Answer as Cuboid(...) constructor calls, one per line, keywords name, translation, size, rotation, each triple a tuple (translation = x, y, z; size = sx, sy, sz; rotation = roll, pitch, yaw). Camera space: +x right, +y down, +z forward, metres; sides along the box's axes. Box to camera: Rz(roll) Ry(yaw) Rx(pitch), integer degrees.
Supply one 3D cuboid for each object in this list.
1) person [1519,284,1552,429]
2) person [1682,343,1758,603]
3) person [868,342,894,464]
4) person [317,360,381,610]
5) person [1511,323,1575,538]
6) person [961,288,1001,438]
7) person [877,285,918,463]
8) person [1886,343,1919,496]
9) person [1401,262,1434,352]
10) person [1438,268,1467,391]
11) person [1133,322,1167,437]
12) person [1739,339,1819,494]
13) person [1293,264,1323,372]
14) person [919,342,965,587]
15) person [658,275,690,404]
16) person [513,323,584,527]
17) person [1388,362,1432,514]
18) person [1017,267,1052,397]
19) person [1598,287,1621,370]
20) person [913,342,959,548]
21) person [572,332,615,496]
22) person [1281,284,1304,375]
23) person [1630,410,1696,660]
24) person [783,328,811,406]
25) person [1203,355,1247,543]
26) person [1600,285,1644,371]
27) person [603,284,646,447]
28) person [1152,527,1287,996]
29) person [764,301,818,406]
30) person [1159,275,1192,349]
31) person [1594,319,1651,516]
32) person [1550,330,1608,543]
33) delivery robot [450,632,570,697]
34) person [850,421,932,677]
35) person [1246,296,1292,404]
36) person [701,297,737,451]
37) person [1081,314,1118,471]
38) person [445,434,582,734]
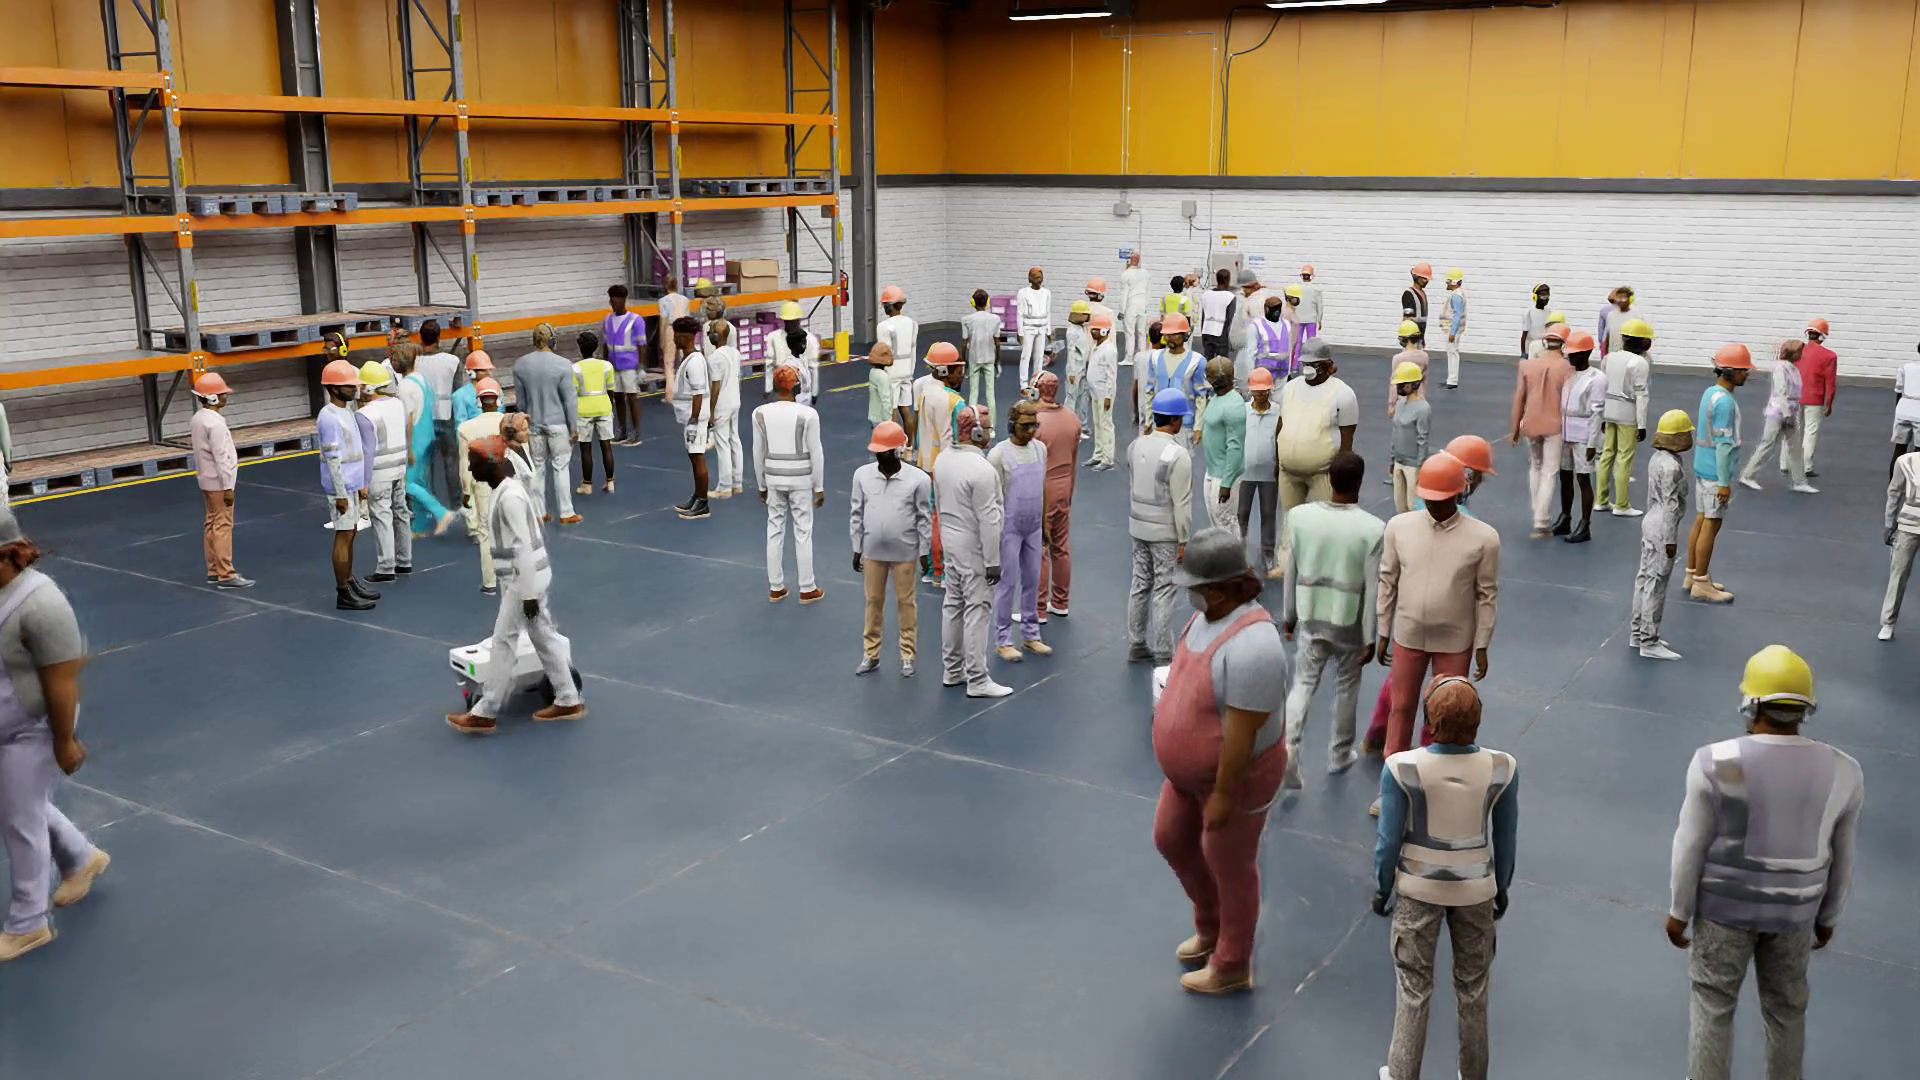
Cuboid(name="person", translation=(7.432, -2.369, 21.462), size=(0.535, 1.868, 0.309), rotation=(-7, 15, -29))
Cuboid(name="person", translation=(5.995, -0.534, 13.117), size=(0.378, 2.041, 0.616), rotation=(3, 13, 12))
Cuboid(name="person", translation=(-0.784, -1.188, 16.847), size=(0.280, 1.636, 0.500), rotation=(-4, 14, -17))
Cuboid(name="person", translation=(-4.745, -0.427, 12.885), size=(0.360, 1.938, 0.546), rotation=(-2, 13, -9))
Cuboid(name="person", translation=(5.507, -1.024, 15.437), size=(0.677, 1.945, 0.818), rotation=(12, 18, 43))
Cuboid(name="person", translation=(0.265, -2.193, 20.724), size=(0.508, 1.860, 0.334), rotation=(-1, 13, -3))
Cuboid(name="person", translation=(-0.744, -1.856, 18.845), size=(0.369, 2.046, 0.612), rotation=(10, 16, 37))
Cuboid(name="person", translation=(9.768, -1.240, 16.958), size=(0.321, 1.685, 0.542), rotation=(-6, 14, -25))
Cuboid(name="person", translation=(6.323, -2.820, 23.055), size=(0.388, 2.034, 0.605), rotation=(8, 15, 33))
Cuboid(name="person", translation=(7.386, -3.161, 24.971), size=(0.404, 1.830, 0.602), rotation=(4, 14, 16))
Cuboid(name="person", translation=(1.952, -1.258, 16.682), size=(0.523, 1.857, 0.346), rotation=(12, 18, 43))
Cuboid(name="person", translation=(8.611, -1.296, 17.380), size=(0.515, 1.608, 0.738), rotation=(-11, 17, -40))
Cuboid(name="person", translation=(5.616, -3.587, 26.991), size=(0.562, 1.752, 0.323), rotation=(6, 14, 24))
Cuboid(name="person", translation=(-0.142, -0.614, 13.569), size=(0.376, 1.995, 0.612), rotation=(-3, 13, -15))
Cuboid(name="person", translation=(-4.054, -2.843, 23.624), size=(0.517, 1.832, 0.357), rotation=(-11, 17, -40))
Cuboid(name="person", translation=(-3.885, -1.082, 15.724), size=(0.630, 1.940, 0.373), rotation=(4, 13, 15))
Cuboid(name="person", translation=(3.823, -0.646, 14.237), size=(0.344, 1.758, 0.532), rotation=(-3, 13, -14))
Cuboid(name="person", translation=(1.090, -3.038, 24.329), size=(0.573, 1.883, 0.355), rotation=(-8, 15, -30))
Cuboid(name="person", translation=(9.374, -2.801, 23.847), size=(0.278, 1.633, 0.498), rotation=(-9, 16, -33))
Cuboid(name="person", translation=(-0.193, -0.837, 14.815), size=(0.530, 1.869, 0.311), rotation=(-10, 16, -36))
Cuboid(name="person", translation=(-3.813, -1.303, 17.211), size=(0.533, 1.697, 0.319), rotation=(-9, 16, -35))
Cuboid(name="person", translation=(4.497, -2.600, 22.692), size=(0.315, 1.766, 0.523), rotation=(4, 14, 18))
Cuboid(name="person", translation=(4.943, -0.046, 11.659), size=(0.295, 1.744, 0.484), rotation=(2, 13, 9))
Cuboid(name="person", translation=(-1.727, -1.395, 17.611), size=(0.318, 1.697, 0.533), rotation=(1, 13, 5))
Cuboid(name="person", translation=(2.076, -0.500, 13.213), size=(0.370, 1.934, 0.627), rotation=(-1, 13, -4))
Cuboid(name="person", translation=(8.459, -2.313, 21.269), size=(0.414, 1.891, 0.542), rotation=(-12, 18, -42))
Cuboid(name="person", translation=(-4.080, -2.118, 20.160), size=(0.614, 1.964, 0.361), rotation=(7, 15, 28))
Cuboid(name="person", translation=(1.059, 0.908, 6.865), size=(0.538, 2.000, 0.687), rotation=(-3, 13, -13))
Cuboid(name="person", translation=(-1.864, -1.745, 18.679), size=(0.590, 1.897, 0.800), rotation=(4, 14, 16))
Cuboid(name="person", translation=(3.287, -3.176, 25.329), size=(0.540, 1.698, 0.317), rotation=(10, 16, 36))
Cuboid(name="person", translation=(6.487, -1.194, 16.239), size=(0.373, 1.923, 0.596), rotation=(-5, 14, -21))
Cuboid(name="person", translation=(5.592, -0.944, 15.150), size=(0.382, 1.928, 0.546), rotation=(-5, 14, -22))
Cuboid(name="delivery robot", translation=(-2.855, 0.759, 10.562), size=(0.707, 0.478, 0.477), rotation=(-11, 17, -39))
Cuboid(name="person", translation=(-0.471, 0.061, 11.181), size=(0.563, 1.747, 0.339), rotation=(3, 13, 12))
Cuboid(name="person", translation=(3.711, -1.989, 19.868), size=(0.636, 1.842, 0.429), rotation=(-6, 14, -25))
Cuboid(name="person", translation=(-2.870, -1.960, 19.741), size=(0.508, 1.844, 0.345), rotation=(8, 15, 30))
Cuboid(name="person", translation=(1.565, -1.652, 18.598), size=(0.331, 1.753, 0.561), rotation=(-3, 13, -14))
Cuboid(name="person", translation=(-2.766, 0.272, 10.087), size=(0.889, 1.838, 0.587), rotation=(-4, 14, -16))
